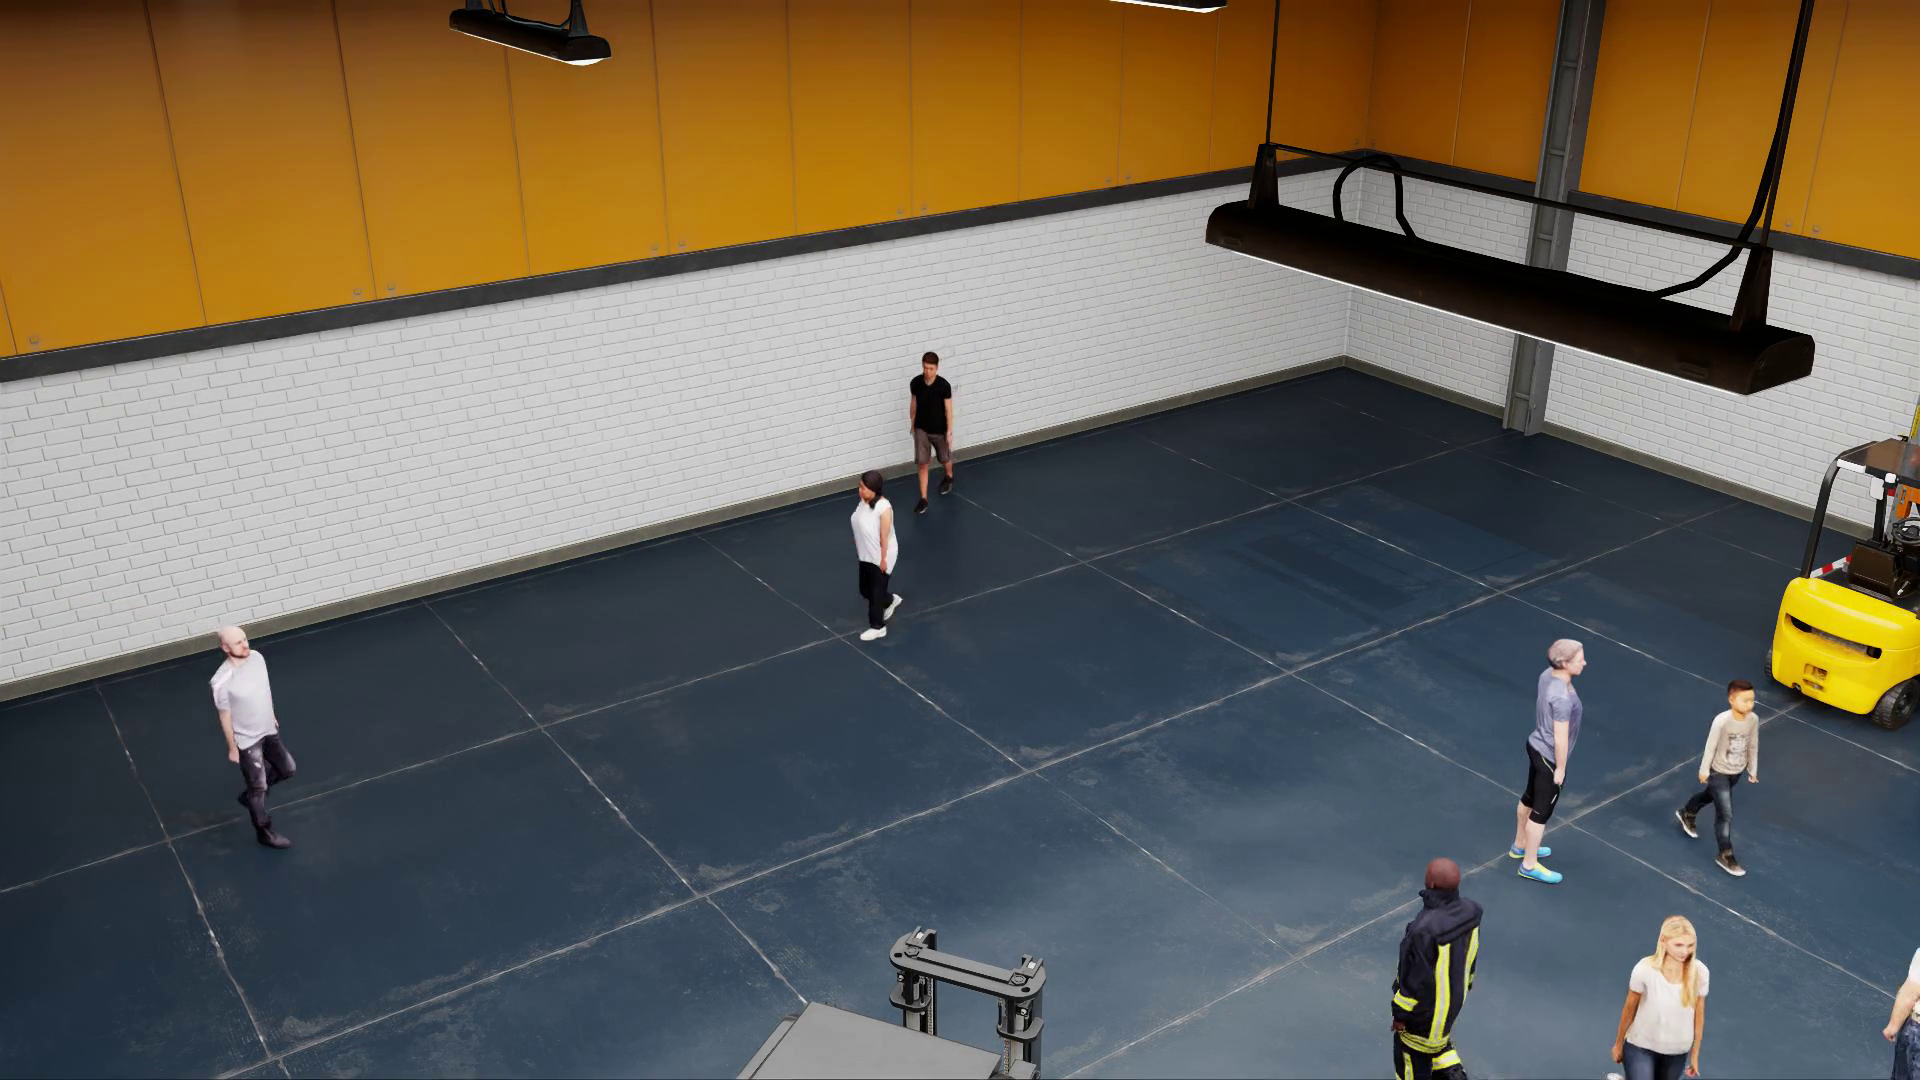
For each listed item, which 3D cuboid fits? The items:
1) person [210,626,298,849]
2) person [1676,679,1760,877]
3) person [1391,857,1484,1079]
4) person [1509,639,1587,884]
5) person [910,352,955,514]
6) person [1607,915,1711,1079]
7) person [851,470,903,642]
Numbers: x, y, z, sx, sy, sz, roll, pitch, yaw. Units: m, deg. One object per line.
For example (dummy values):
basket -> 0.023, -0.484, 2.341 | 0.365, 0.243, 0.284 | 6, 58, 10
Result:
person -> -5.354, 1.449, 12.431 | 0.950, 1.819, 0.882 | 7, 25, 17
person -> 5.651, 1.676, 12.383 | 0.738, 1.441, 1.053 | -8, 25, -18
person -> 2.814, 2.664, 9.661 | 0.734, 1.812, 0.854 | -16, 28, -33
person -> 4.273, 1.568, 12.076 | 0.808, 1.885, 0.731 | 3, 24, 6
person -> -0.282, -1.269, 18.653 | 1.245, 1.816, 1.247 | 7, 25, 15
person -> 3.873, 2.816, 9.354 | 1.003, 1.779, 1.177 | 0, 24, -1
person -> -0.750, 0.121, 15.653 | 0.743, 1.672, 0.713 | -13, 27, -28
